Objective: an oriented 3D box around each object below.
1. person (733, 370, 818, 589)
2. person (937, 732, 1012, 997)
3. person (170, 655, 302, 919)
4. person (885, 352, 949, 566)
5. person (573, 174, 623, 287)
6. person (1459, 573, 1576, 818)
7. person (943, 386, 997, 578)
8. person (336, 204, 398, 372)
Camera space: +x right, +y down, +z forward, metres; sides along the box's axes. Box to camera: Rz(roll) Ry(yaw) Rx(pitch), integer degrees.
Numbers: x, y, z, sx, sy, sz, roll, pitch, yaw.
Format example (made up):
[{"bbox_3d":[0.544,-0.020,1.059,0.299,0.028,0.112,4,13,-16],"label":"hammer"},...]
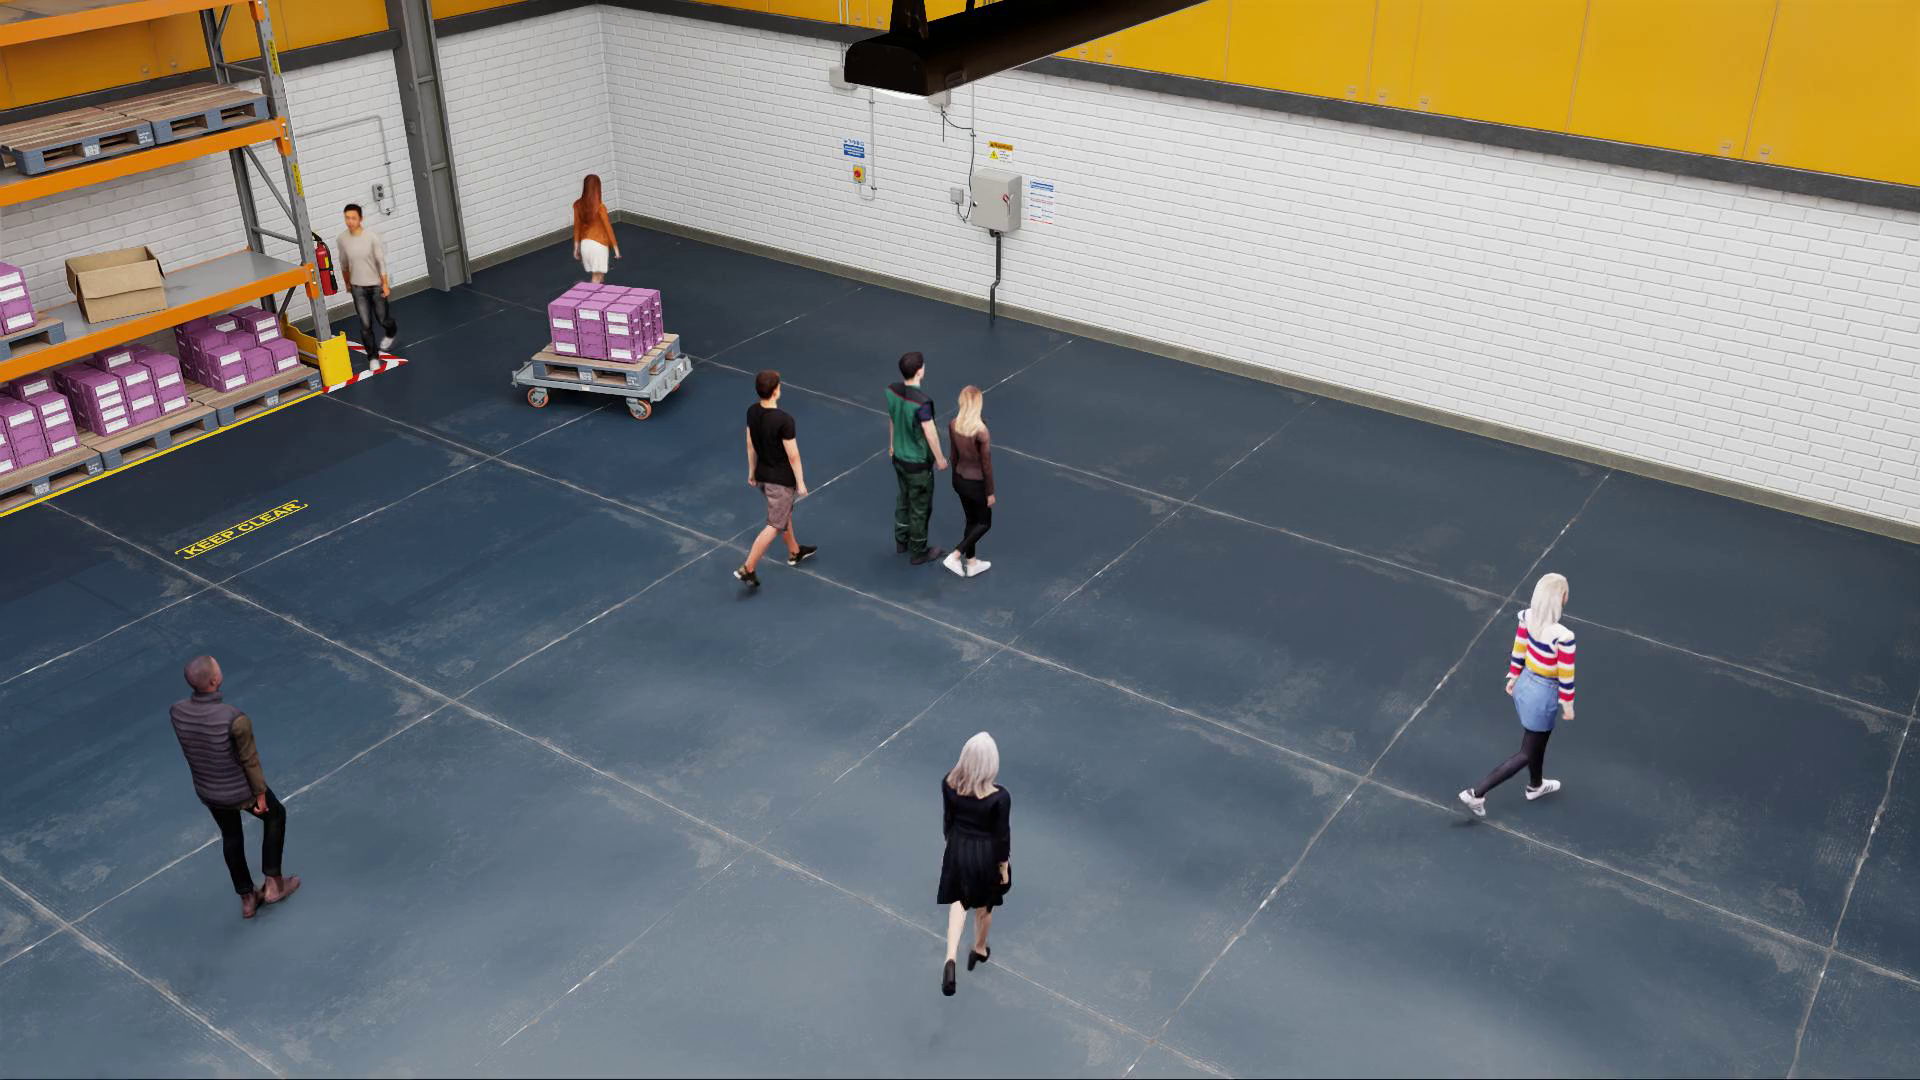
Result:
[{"bbox_3d":[-1.567,-0.476,13.569,0.789,1.833,1.229,24,37,37],"label":"person"},{"bbox_3d":[0.055,1.861,9.390,0.727,1.732,0.953,12,31,21],"label":"person"},{"bbox_3d":[-4.404,1.518,9.921,0.815,1.825,0.806,6,29,11],"label":"person"},{"bbox_3d":[-0.415,-0.667,13.851,0.768,1.897,0.798,-19,34,-31],"label":"person"},{"bbox_3d":[-4.174,-3.238,18.783,0.719,1.689,0.996,13,31,22],"label":"person"},{"bbox_3d":[3.693,1.049,10.830,1.190,1.778,1.075,-8,30,-14],"label":"person"},{"bbox_3d":[0.034,-0.416,13.615,0.848,1.682,0.734,-21,35,-33],"label":"person"},{"bbox_3d":[-6.317,-2.755,17.800,1.045,1.782,1.134,-1,29,-1],"label":"person"}]
